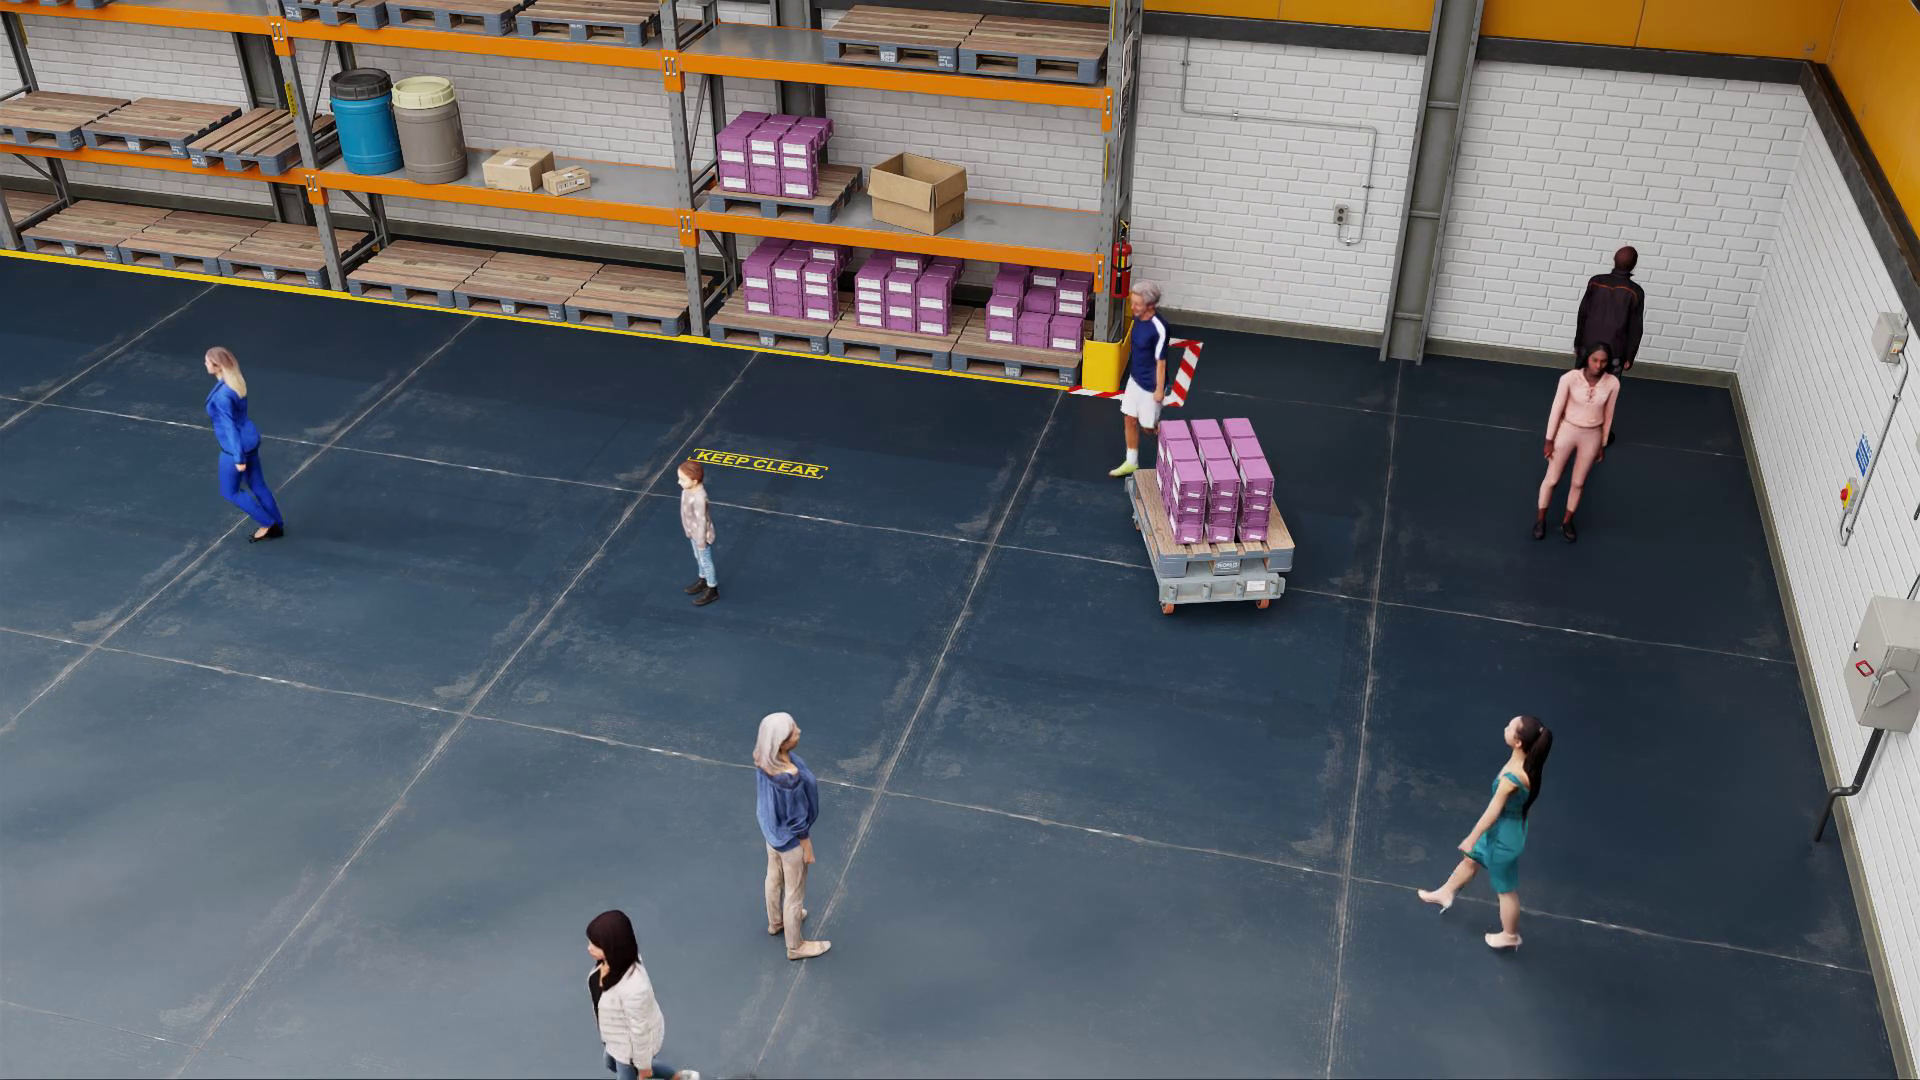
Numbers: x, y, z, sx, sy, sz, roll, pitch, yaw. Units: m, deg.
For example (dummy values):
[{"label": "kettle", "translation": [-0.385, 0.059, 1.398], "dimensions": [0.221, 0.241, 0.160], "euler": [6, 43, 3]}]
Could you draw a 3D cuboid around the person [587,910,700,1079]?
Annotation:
[{"label": "person", "translation": [-1.562, 2.399, 8.248], "dimensions": [0.908, 1.619, 0.843], "euler": [-15, 37, -22]}]

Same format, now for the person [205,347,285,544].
[{"label": "person", "translation": [-5.466, -0.716, 12.872], "dimensions": [0.710, 1.688, 0.723], "euler": [-5, 34, -7]}]

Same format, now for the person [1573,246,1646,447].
[{"label": "person", "translation": [5.479, -1.652, 14.156], "dimensions": [0.689, 1.825, 0.846], "euler": [24, 40, 31]}]

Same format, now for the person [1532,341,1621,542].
[{"label": "person", "translation": [4.794, -0.772, 12.927], "dimensions": [0.486, 1.720, 0.702], "euler": [5, 34, 7]}]

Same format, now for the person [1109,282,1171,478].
[{"label": "person", "translation": [1.610, -1.310, 13.658], "dimensions": [1.075, 1.807, 0.989], "euler": [-11, 35, -16]}]

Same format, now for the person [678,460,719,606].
[{"label": "person", "translation": [-1.937, -0.081, 12.362], "dimensions": [0.603, 1.193, 0.552], "euler": [-14, 36, -20]}]

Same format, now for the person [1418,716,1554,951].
[{"label": "person", "translation": [3.115, 1.690, 9.276], "dimensions": [0.964, 1.660, 0.774], "euler": [22, 39, 29]}]

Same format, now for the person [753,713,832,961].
[{"label": "person", "translation": [-0.978, 1.642, 9.315], "dimensions": [0.766, 1.697, 0.701], "euler": [-19, 38, -26]}]
